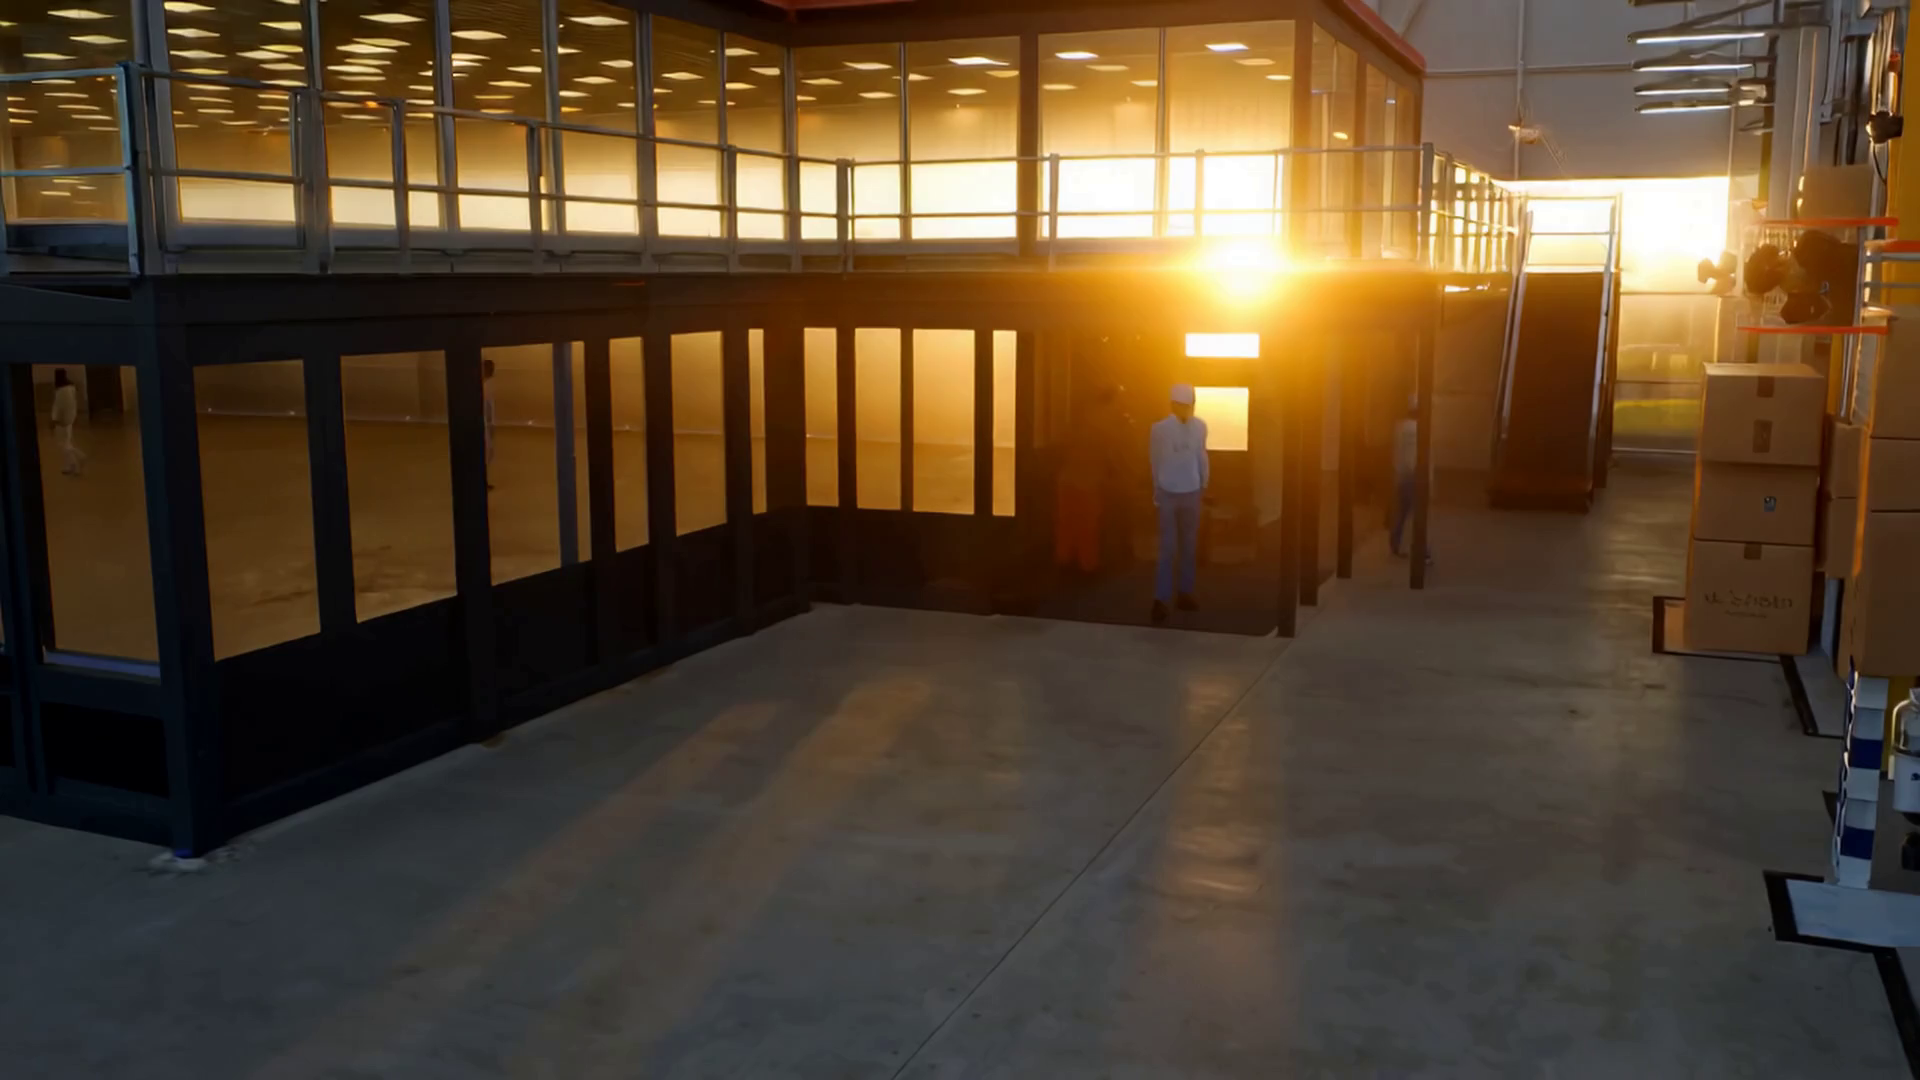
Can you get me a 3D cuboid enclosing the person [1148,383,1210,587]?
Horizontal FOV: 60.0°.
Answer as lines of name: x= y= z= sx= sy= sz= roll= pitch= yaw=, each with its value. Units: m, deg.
person: x=2.125 y=-0.527 z=16.081 sx=0.616 sy=1.986 sz=0.408 roll=-3 pitch=10 yaw=-18
